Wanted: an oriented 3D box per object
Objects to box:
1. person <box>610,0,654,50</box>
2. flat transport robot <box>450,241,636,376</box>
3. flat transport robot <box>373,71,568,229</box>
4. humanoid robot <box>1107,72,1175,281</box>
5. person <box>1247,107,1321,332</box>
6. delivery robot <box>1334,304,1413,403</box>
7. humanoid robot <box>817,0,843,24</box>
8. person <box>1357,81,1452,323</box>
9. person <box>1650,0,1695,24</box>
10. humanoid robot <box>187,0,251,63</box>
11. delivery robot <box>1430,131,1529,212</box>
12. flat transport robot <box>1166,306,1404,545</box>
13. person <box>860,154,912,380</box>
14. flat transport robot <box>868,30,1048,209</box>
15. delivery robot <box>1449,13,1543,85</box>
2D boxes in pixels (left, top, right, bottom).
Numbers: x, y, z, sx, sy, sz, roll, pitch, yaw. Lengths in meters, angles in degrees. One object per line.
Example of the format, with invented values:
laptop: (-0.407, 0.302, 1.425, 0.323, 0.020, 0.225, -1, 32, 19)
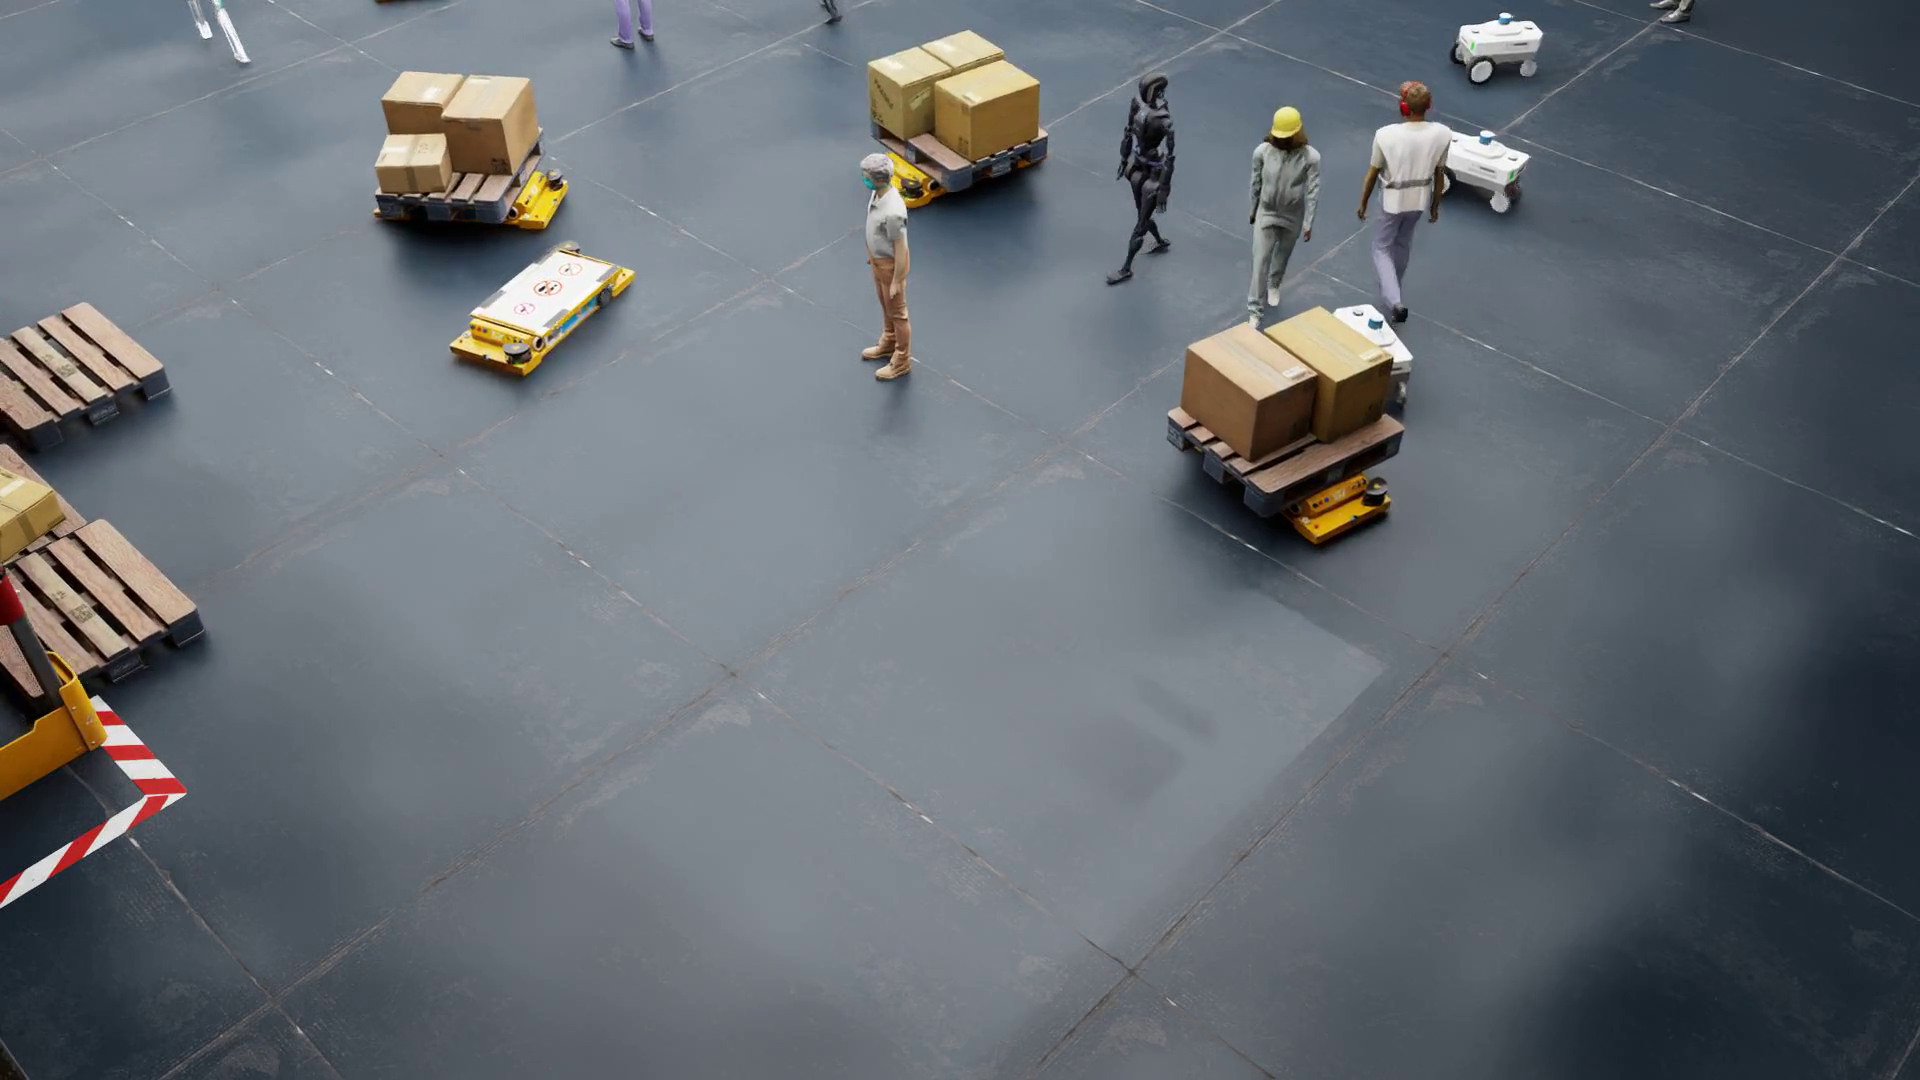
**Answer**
person: (-3.130, -5.474, 15.428, 0.566, 1.850, 0.390, -33, 51, -31)
flat transport robot: (-3.116, -1.756, 12.478, 0.659, 0.231, 1.431, 18, 45, 19)
flat transport robot: (-4.024, -2.838, 13.680, 1.431, 0.231, 0.659, 4, 42, 5)
humanoid robot: (1.397, -2.787, 12.598, 0.732, 1.628, 0.612, -23, 47, -23)
person: (2.312, -2.323, 12.039, 0.495, 1.697, 0.851, 7, 42, 8)
delivery robot: (2.902, -1.347, 11.820, 0.499, 0.609, 0.805, -10, 43, -11)
humanoid robot: (-1.309, -5.769, 15.910, 0.534, 1.654, 0.616, 31, 50, 30)
person: (3.223, -2.411, 12.054, 0.589, 1.809, 0.724, -6, 42, -6)
person: (7.082, -5.870, 15.872, 0.390, 1.846, 0.565, 1, 42, 1)
humanoid robot: (-7.084, -5.335, 15.419, 0.554, 1.753, 1.072, -29, 49, -28)
delivery robot: (4.268, -3.097, 13.760, 0.775, 0.601, 0.499, 27, 48, 26)
flat transport robot: (2.144, -0.540, 11.126, 0.659, 0.231, 1.431, -24, 47, -24)
person: (-0.510, -1.902, 11.542, 0.327, 1.737, 0.482, -13, 44, -14)
flat transport robot: (-0.031, -3.234, 14.120, 1.431, 0.231, 0.659, -26, 48, -26)
delivery robot: (4.970, -4.574, 15.389, 0.773, 0.586, 0.499, -6, 42, -7)
